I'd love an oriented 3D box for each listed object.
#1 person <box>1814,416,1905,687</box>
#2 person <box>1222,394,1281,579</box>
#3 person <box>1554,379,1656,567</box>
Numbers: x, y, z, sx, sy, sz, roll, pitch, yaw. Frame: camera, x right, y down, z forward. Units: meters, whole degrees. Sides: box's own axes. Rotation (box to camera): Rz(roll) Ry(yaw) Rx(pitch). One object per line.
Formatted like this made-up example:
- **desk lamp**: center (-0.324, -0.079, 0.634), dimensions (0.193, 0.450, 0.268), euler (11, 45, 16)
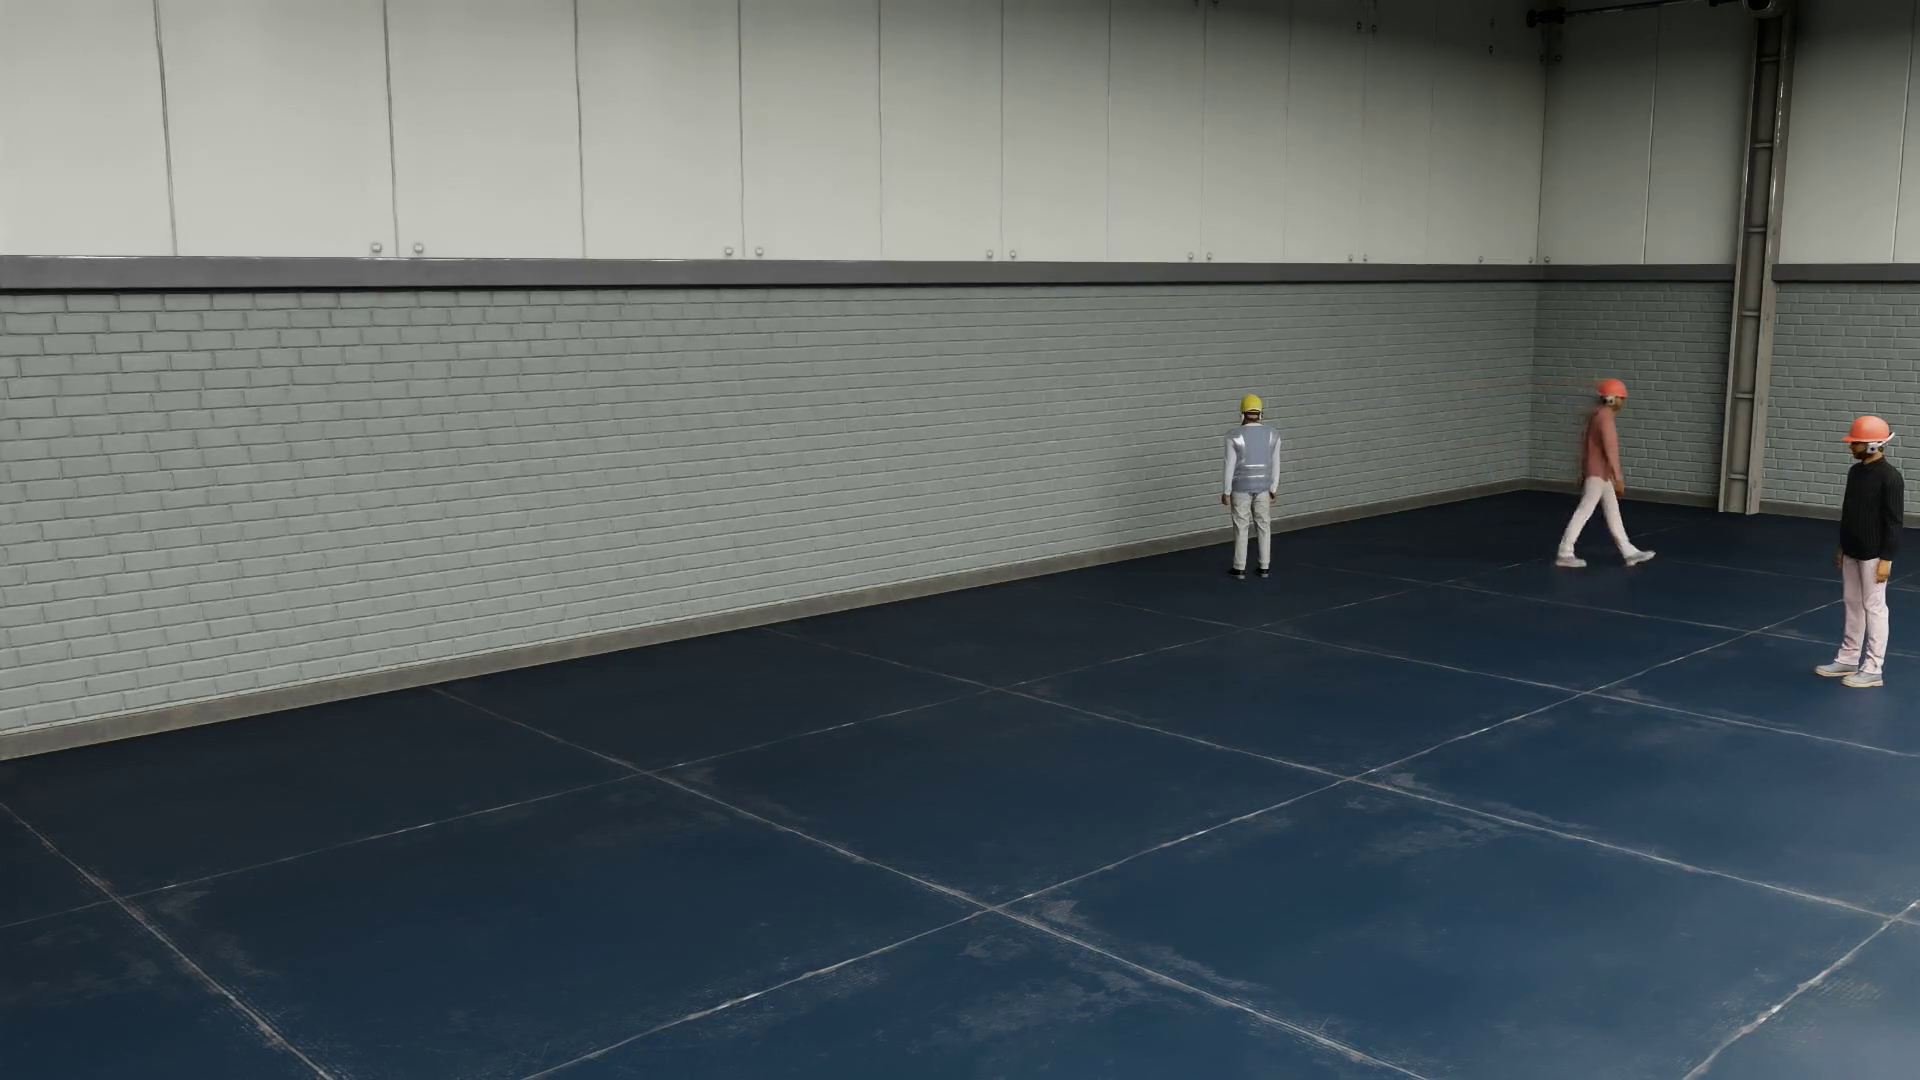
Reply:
- **person**: center (6.636, 0.083, 12.210), dimensions (0.392, 1.990, 0.612), euler (0, 9, -1)
- **person**: center (2.871, -0.529, 16.493), dimensions (0.595, 1.831, 0.403), euler (-2, 9, -12)
- **person**: center (6.618, -0.665, 16.989), dimensions (1.015, 1.938, 0.647), euler (2, 9, 14)
